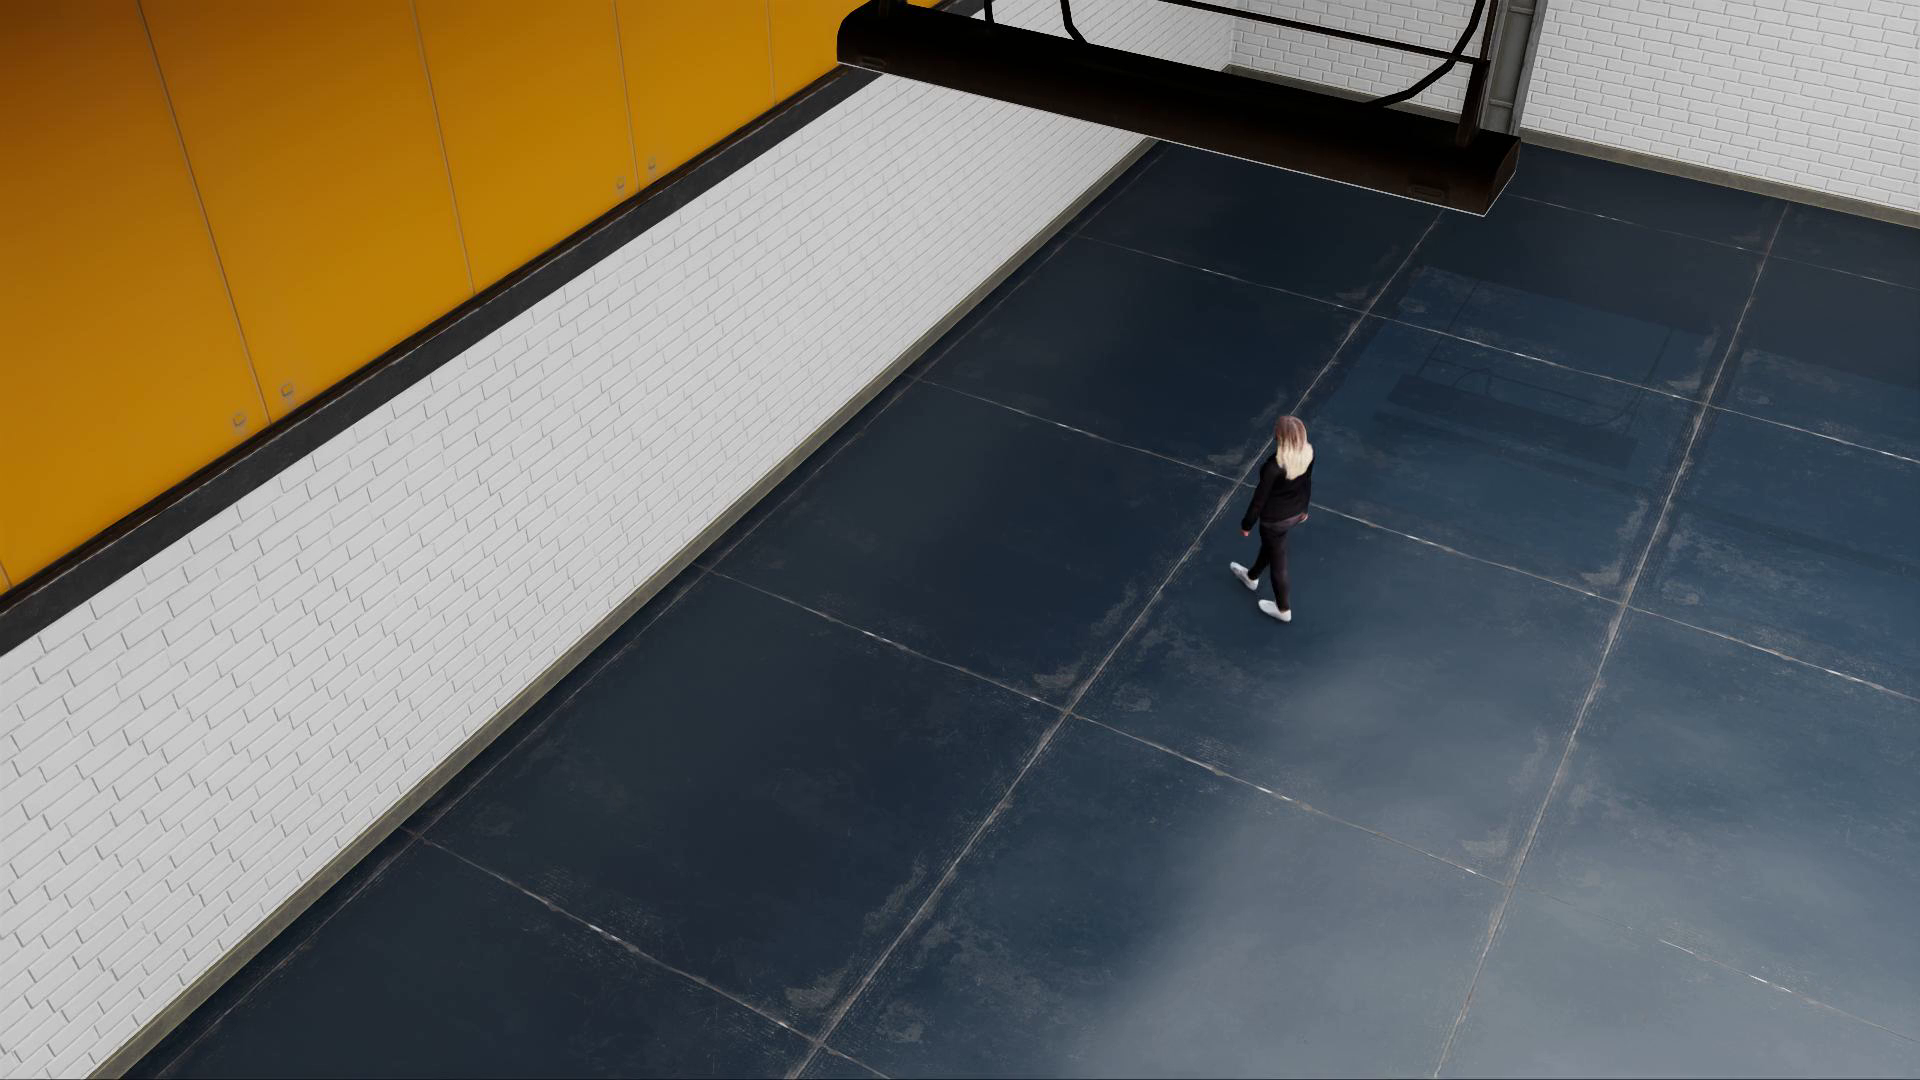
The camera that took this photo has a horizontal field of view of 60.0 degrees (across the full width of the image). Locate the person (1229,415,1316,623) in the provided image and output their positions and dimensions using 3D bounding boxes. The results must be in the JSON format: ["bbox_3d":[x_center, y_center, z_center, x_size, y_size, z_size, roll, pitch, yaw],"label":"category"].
[{"bbox_3d":[2.267,-0.104,11.437,0.801,1.672,0.961,-29,47,-31],"label":"person"}]
